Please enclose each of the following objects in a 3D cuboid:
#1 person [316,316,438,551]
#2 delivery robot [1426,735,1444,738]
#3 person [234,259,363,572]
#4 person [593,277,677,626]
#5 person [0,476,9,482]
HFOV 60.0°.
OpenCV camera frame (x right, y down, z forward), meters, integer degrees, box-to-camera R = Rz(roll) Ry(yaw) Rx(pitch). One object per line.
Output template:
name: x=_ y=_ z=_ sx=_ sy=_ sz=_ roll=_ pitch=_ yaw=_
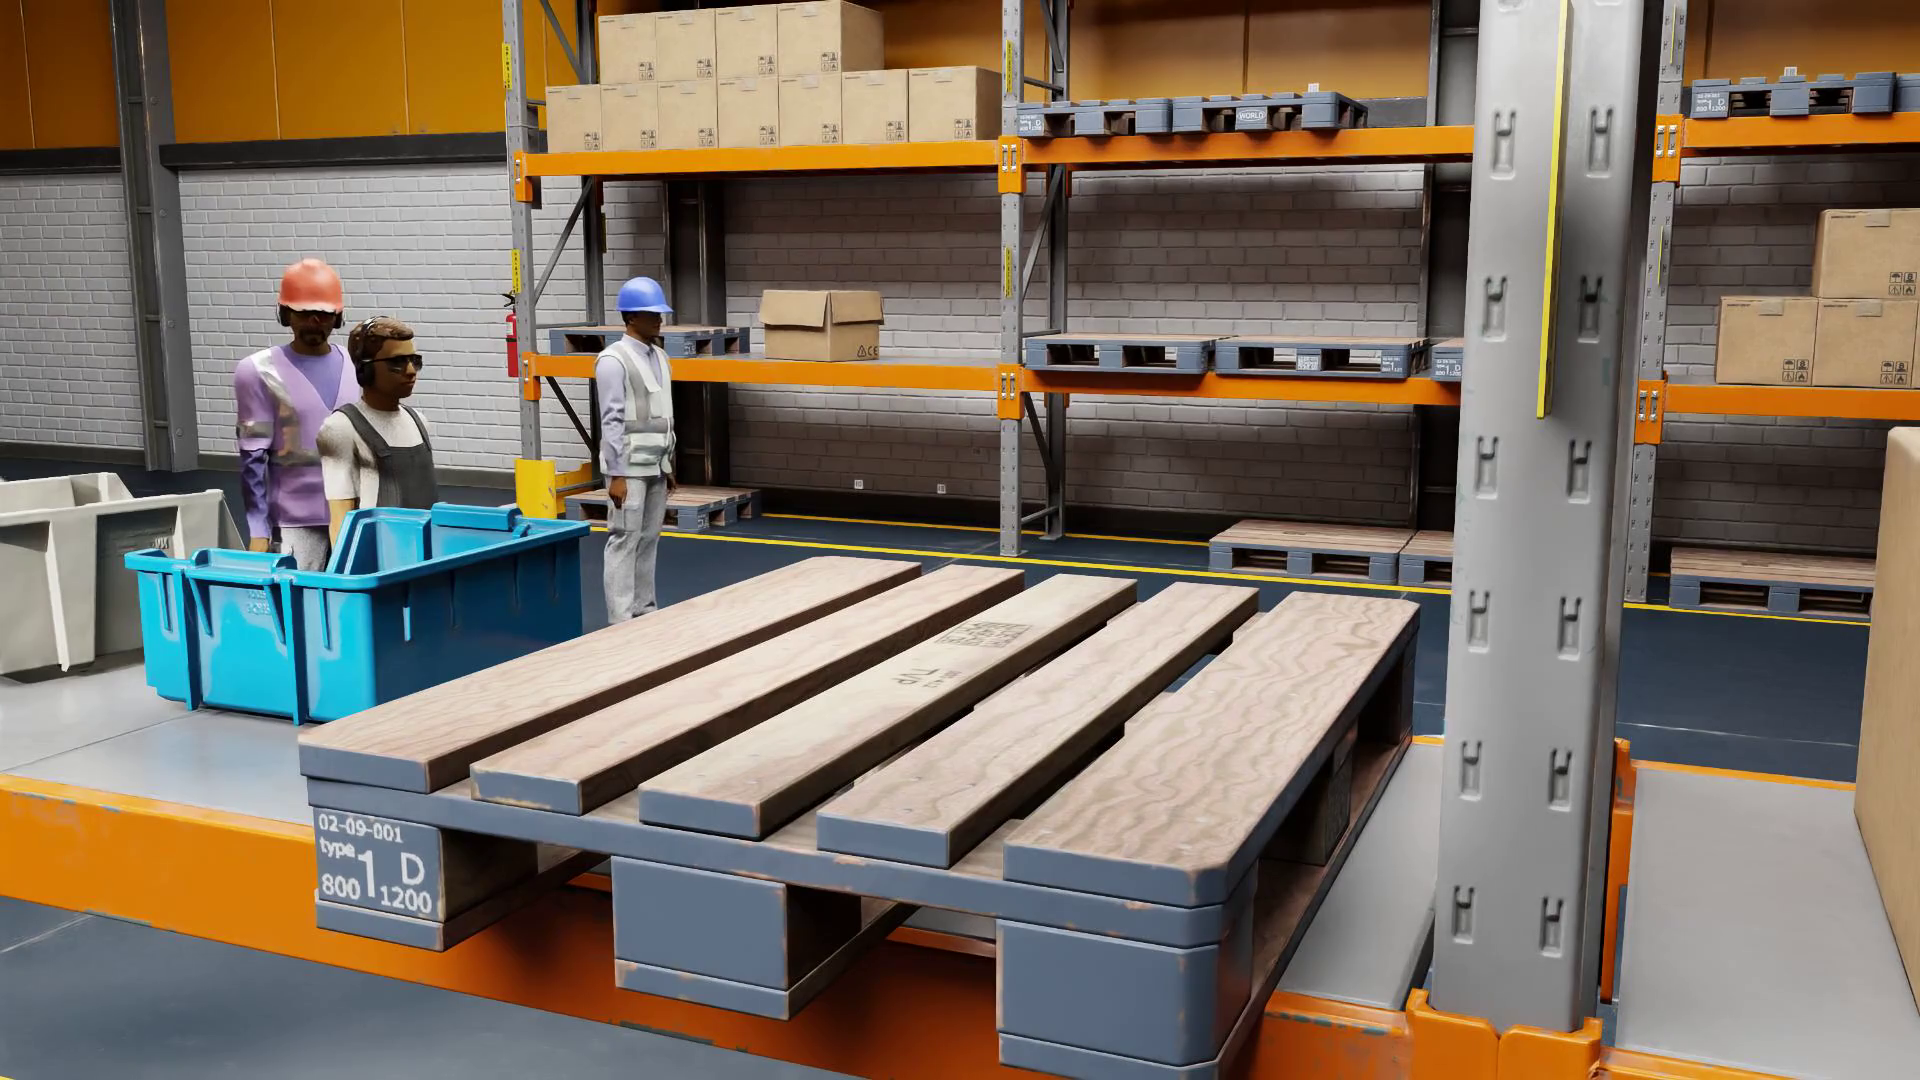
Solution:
person: x=-1.922 y=0.169 z=5.645 sx=0.346 sy=1.846 sz=0.507 roll=3 pitch=10 yaw=16
delivery robot: x=1.629 y=0.813 z=5.367 sx=0.707 sy=0.478 sz=0.477 roll=5 pitch=11 yaw=29
person: x=-2.561 y=-0.102 z=6.698 sx=0.397 sy=2.034 sz=0.613 roll=8 pitch=12 yaw=39
person: x=-1.653 y=-0.381 z=8.631 sx=0.406 sy=1.948 sz=0.605 roll=3 pitch=10 yaw=17
person: x=-8.577 y=-1.301 z=14.339 sx=0.826 sy=1.875 sz=0.674 roll=-2 pitch=10 yaw=-9
